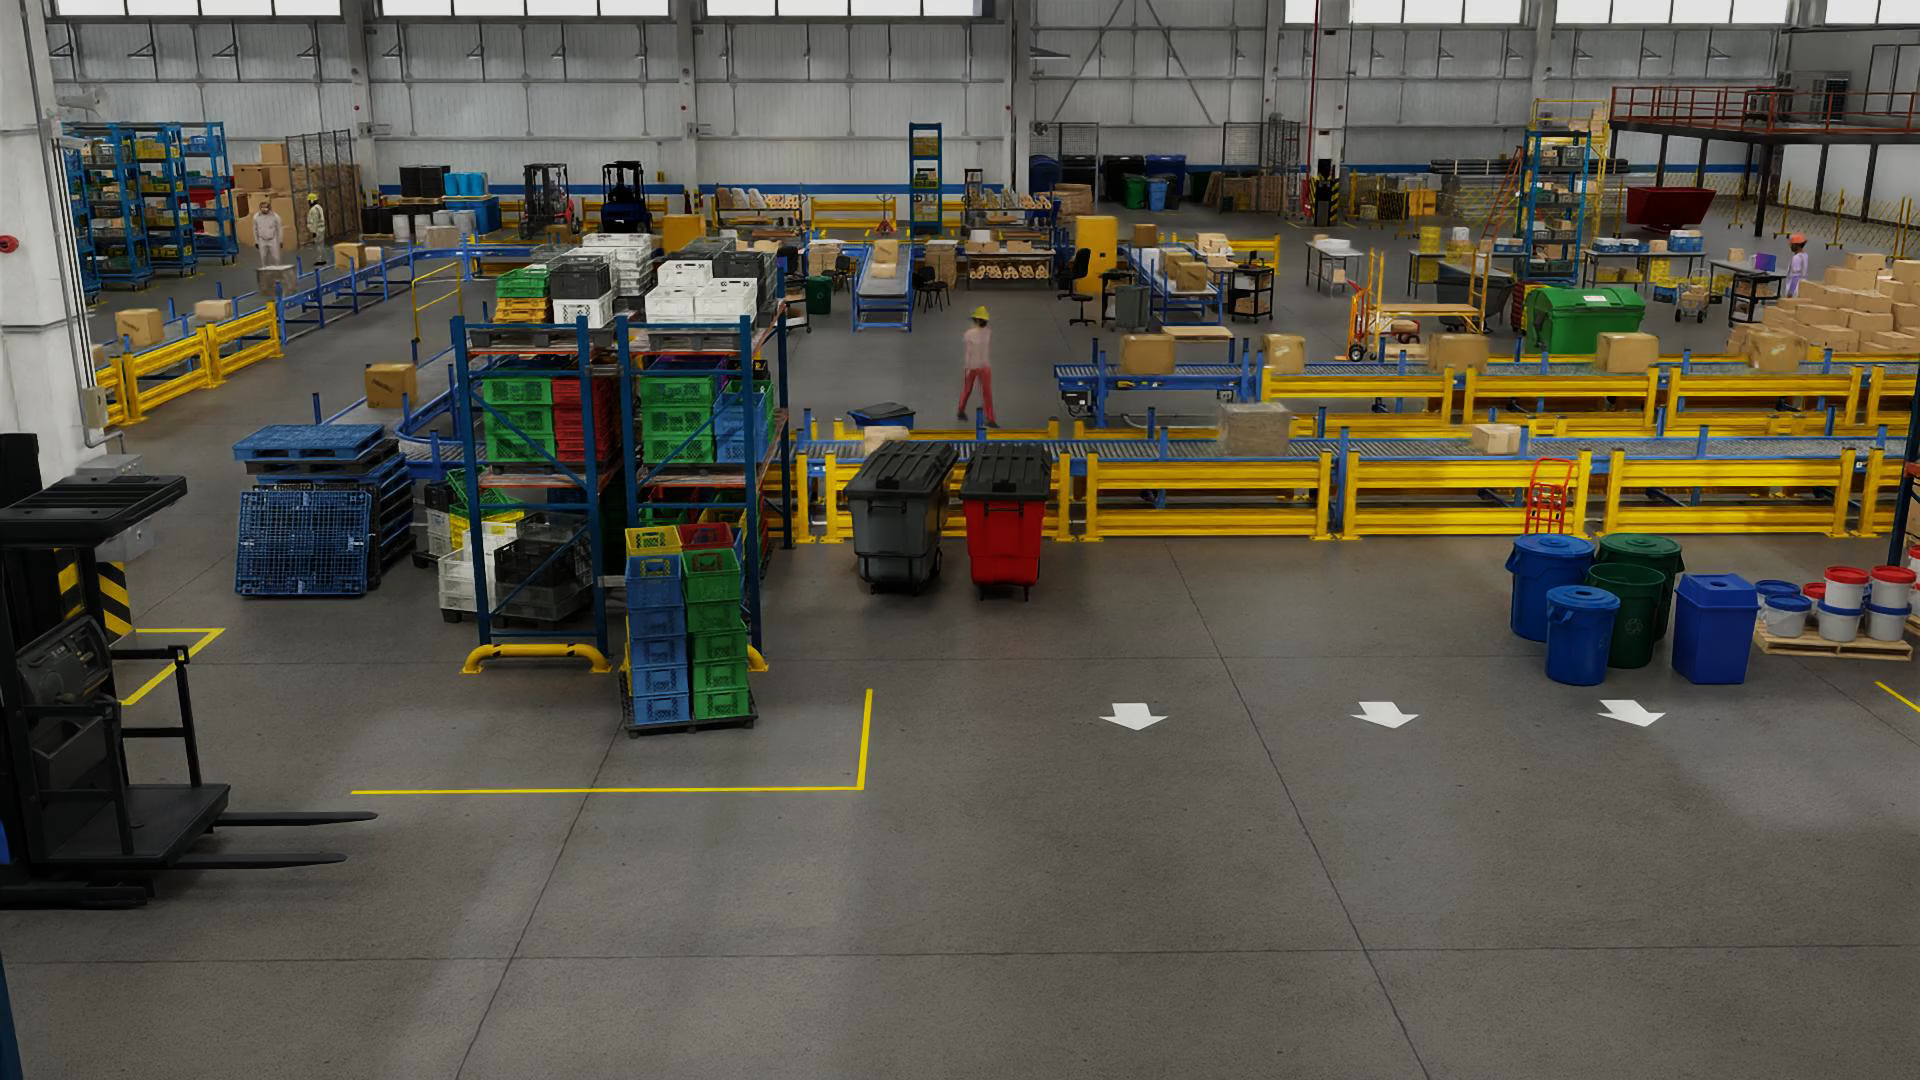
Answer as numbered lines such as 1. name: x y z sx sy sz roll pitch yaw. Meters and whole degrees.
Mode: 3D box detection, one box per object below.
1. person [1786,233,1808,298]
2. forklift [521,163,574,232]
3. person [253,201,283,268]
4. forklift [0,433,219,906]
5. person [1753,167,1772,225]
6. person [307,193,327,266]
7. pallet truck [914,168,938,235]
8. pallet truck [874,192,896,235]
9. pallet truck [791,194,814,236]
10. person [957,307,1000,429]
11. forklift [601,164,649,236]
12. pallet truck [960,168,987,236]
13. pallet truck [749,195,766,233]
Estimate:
1. person: 15.340 -4.624 30.643 0.395 2.038 0.615 12 20 35
2. forklift: -12.233 -10.122 49.298 1.157 1.987 2.680 0 16 -1
3. person: -16.380 -7.069 39.388 0.640 1.905 0.402 -3 16 -9
4. forklift: -5.952 0.780 10.366 1.873 2.768 1.129 0 16 -1
5. person: 25.695 -11.036 53.239 0.383 1.873 0.640 15 22 42
6. person: -16.458 -7.937 42.531 0.403 1.831 0.596 -2 16 -6
7. pallet truck: -0.989 -10.316 50.507 0.823 1.965 1.885 1 16 3
8. pallet truck: -2.277 -9.986 50.594 0.653 1.274 1.630 0 16 -1
9. pallet truck: -4.814 -9.883 50.259 0.704 1.261 1.522 -1 16 -3
10. person: 0.238 -2.493 23.835 0.522 1.720 0.931 -10 19 -31
11. forklift: -9.948 -10.127 49.296 1.157 1.987 2.680 -1 16 -3
12. pallet truck: 0.383 -10.230 50.206 0.823 1.965 1.885 -1 16 -3
13. pallet truck: -6.051 -9.967 50.660 0.680 1.201 1.601 0 16 -1
